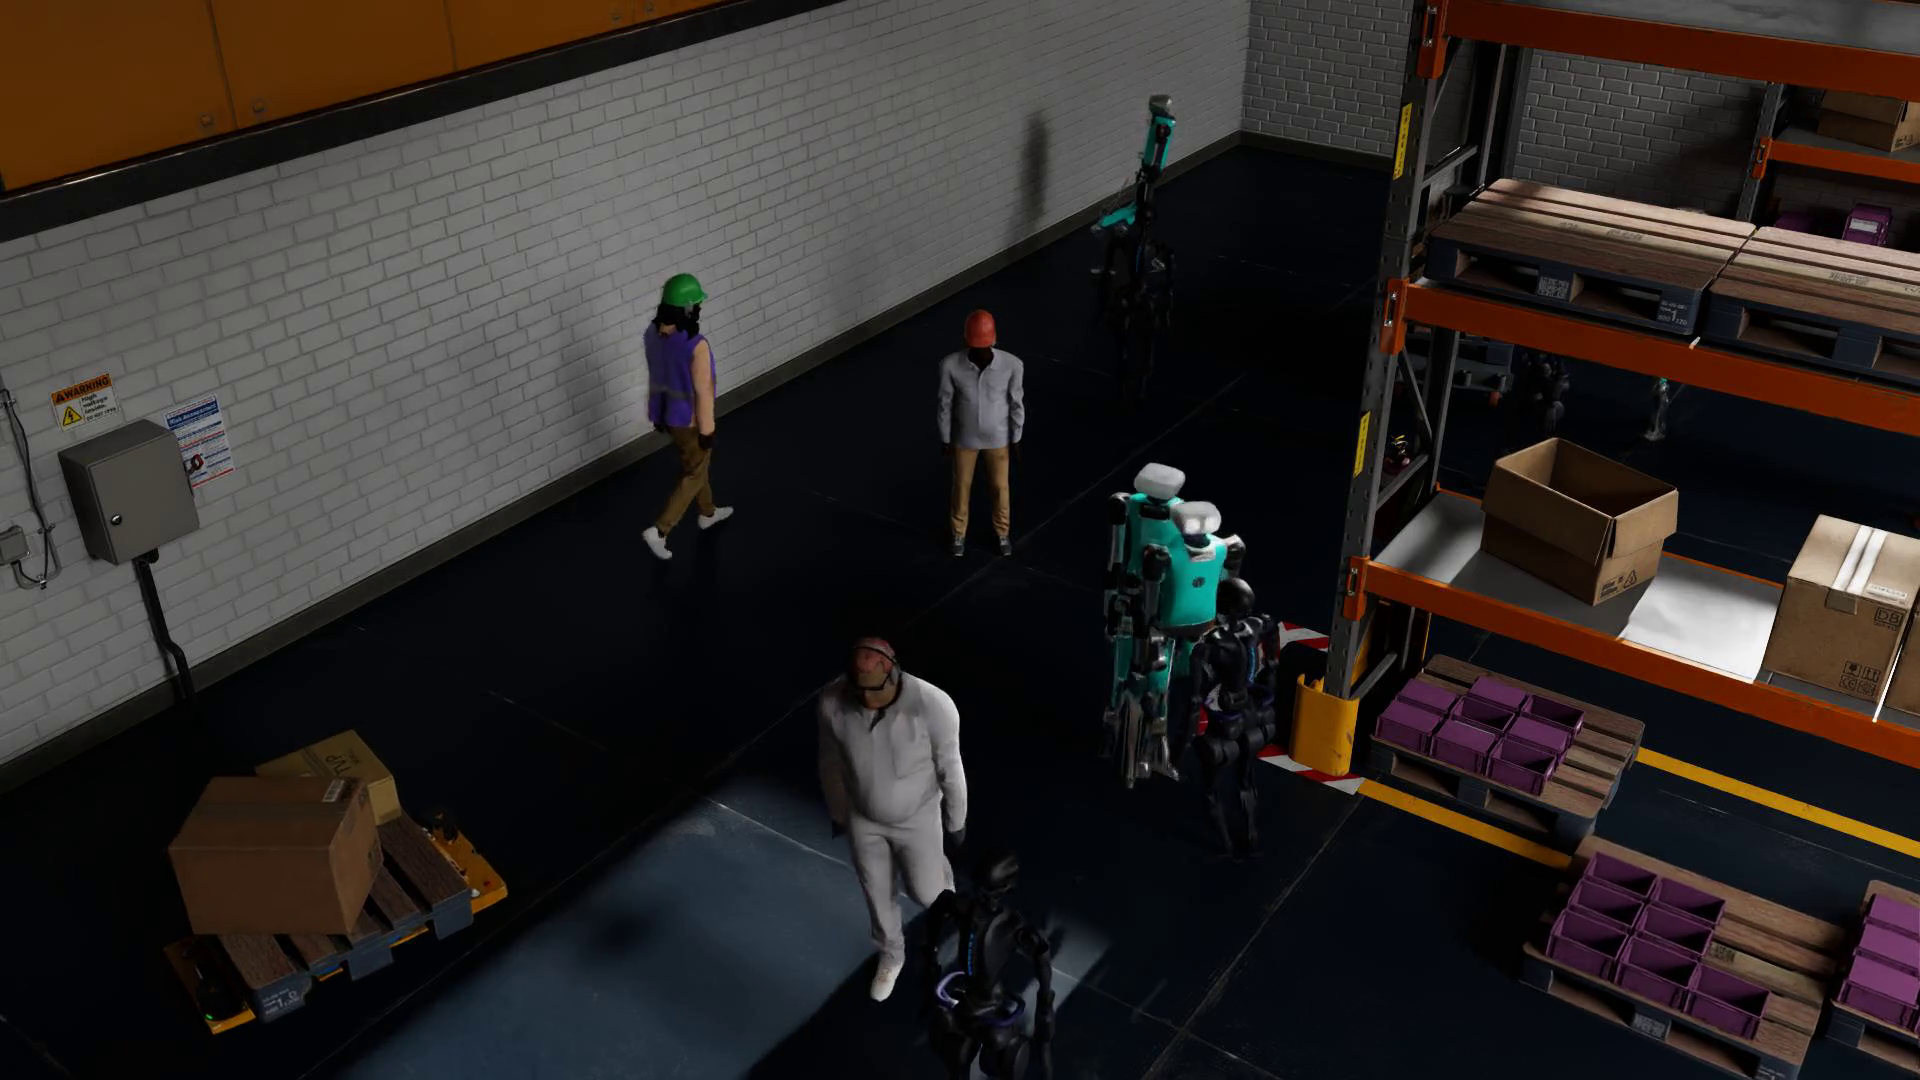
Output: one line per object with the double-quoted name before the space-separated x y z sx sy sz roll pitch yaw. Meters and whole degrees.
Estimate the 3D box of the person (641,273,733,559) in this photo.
"person" -1.827 -0.806 10.810 0.540 1.900 0.846 22 37 33

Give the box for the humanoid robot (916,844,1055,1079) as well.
"humanoid robot" 0.077 1.873 6.401 0.613 1.647 0.419 15 33 24

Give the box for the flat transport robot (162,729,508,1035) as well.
"flat transport robot" -2.970 1.785 7.942 1.431 0.231 0.659 -23 37 -34

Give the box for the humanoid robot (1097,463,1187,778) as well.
"humanoid robot" 0.941 0.532 8.685 0.530 1.818 0.696 11 32 18

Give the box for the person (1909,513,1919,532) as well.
"person" 6.778 -0.883 11.000 0.633 1.848 0.368 -4 30 -6

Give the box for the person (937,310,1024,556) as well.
"person" 0.129 -0.676 10.739 0.562 1.741 0.369 0 30 1

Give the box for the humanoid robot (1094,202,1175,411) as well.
"humanoid robot" 1.306 -1.735 12.640 0.598 1.650 0.450 6 31 11

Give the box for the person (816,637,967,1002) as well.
"person" -0.285 1.163 7.414 0.681 1.876 0.609 7 31 11

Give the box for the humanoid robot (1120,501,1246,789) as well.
"humanoid robot" 1.074 0.519 8.662 0.543 1.772 0.706 -9 31 -15

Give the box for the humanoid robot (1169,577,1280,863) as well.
"humanoid robot" 1.325 0.888 8.110 0.601 1.642 0.343 -17 34 -26

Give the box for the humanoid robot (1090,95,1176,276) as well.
"humanoid robot" 1.506 -3.155 15.061 0.996 1.729 0.542 2 30 3

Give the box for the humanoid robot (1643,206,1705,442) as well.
"humanoid robot" 5.108 -1.488 12.149 0.607 1.753 0.890 19 35 29

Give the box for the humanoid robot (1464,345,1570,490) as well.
"humanoid robot" 3.996 -1.024 11.459 0.793 1.622 0.609 -5 30 -9
